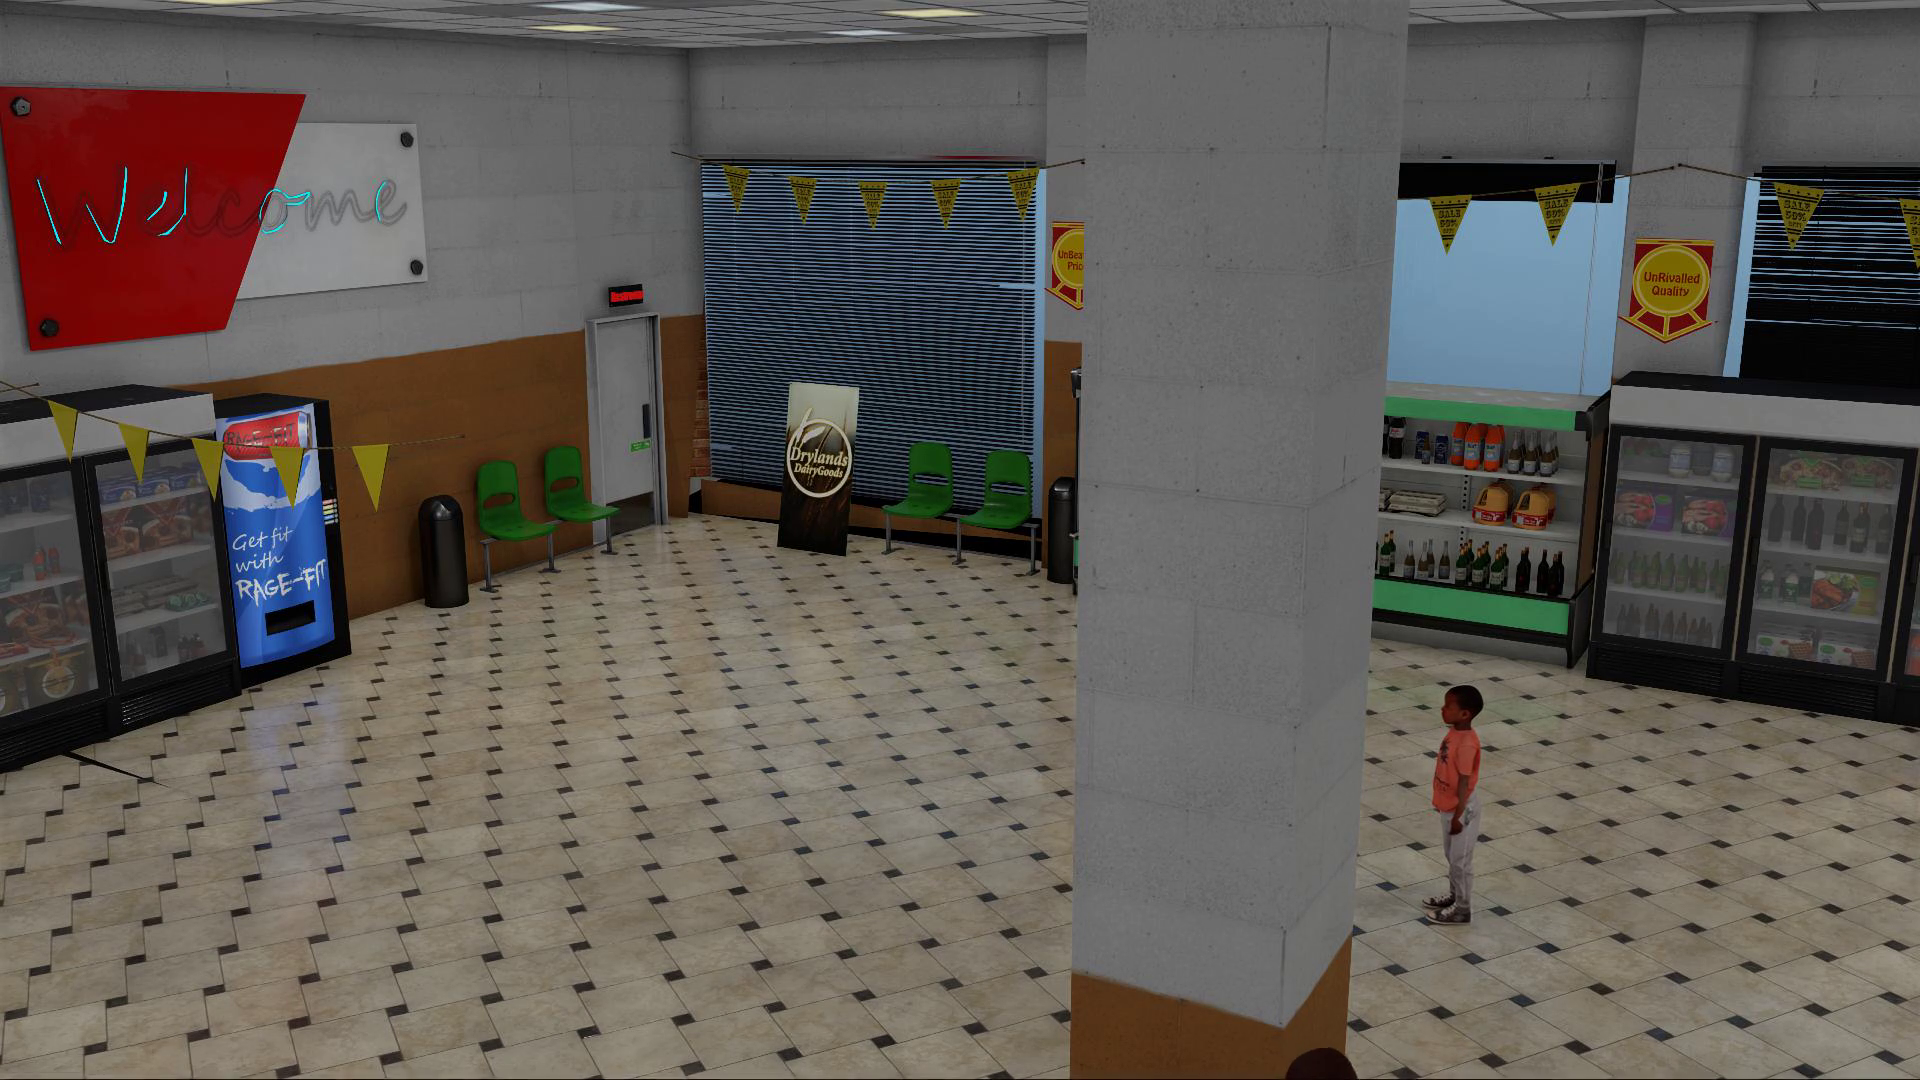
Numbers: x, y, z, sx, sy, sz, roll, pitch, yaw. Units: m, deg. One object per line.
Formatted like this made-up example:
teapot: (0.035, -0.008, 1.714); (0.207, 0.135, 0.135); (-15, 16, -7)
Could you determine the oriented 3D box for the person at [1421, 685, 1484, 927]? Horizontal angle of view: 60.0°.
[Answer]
person: (2.663, 1.400, 8.848); (0.582, 1.310, 0.547); (1, 14, 2)
